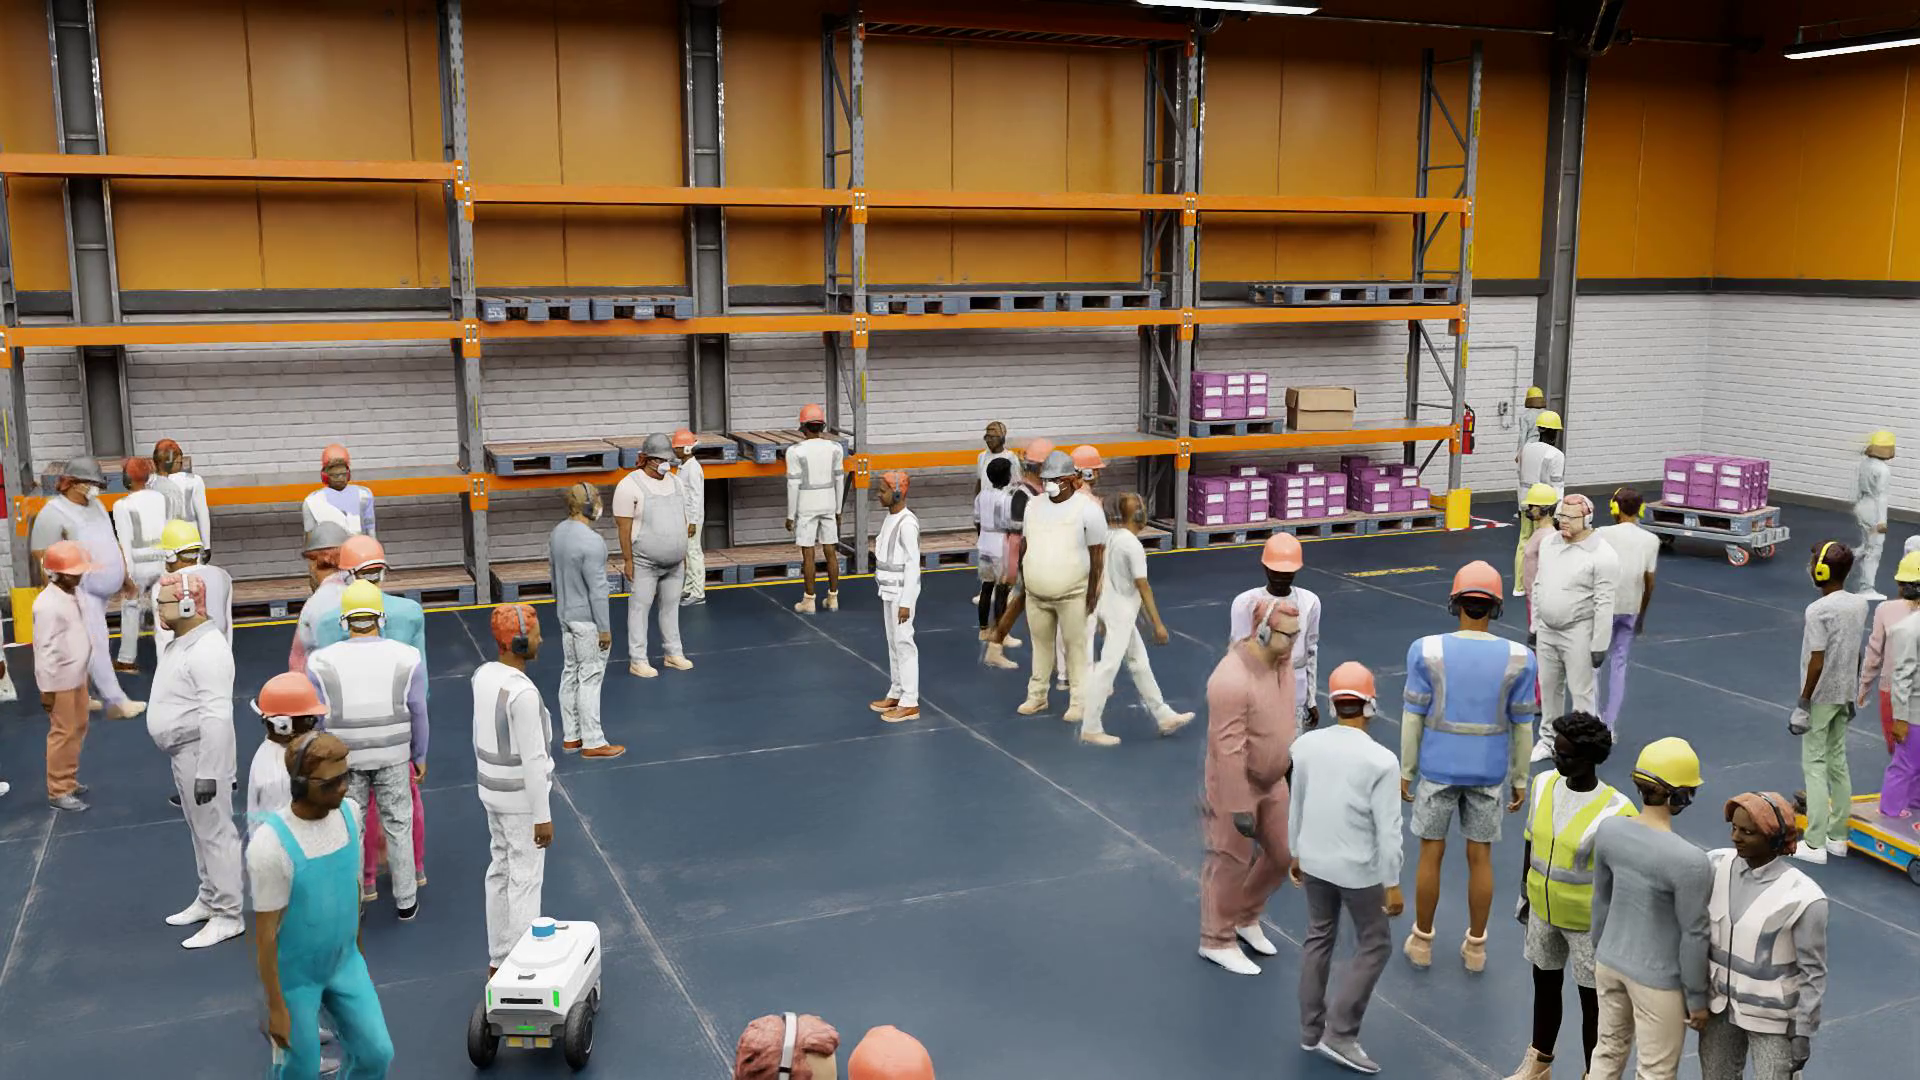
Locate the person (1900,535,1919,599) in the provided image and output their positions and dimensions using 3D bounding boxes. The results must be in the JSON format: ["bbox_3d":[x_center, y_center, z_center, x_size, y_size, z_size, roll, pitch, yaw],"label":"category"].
[{"bbox_3d":[6.766,0.590,11.500,0.328,1.875,0.513,-8,13,-38],"label":"person"}]

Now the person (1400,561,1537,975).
[{"bbox_3d":[2.449,1.106,8.089,0.619,2.029,0.409,1,10,8],"label":"person"}]

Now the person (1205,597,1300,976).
[{"bbox_3d":[1.410,1.188,8.054,0.443,1.884,0.652,9,13,42],"label":"person"}]

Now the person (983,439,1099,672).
[{"bbox_3d":[0.661,0.154,13.723,1.092,1.978,0.611,3,10,17],"label":"person"}]

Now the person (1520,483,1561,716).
[{"bbox_3d":[4.373,0.450,12.612,0.315,1.769,0.525,2,10,14],"label":"person"}]

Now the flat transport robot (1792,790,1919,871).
[{"bbox_3d":[5.531,1.727,9.559,0.652,0.197,1.431,-2,10,-13],"label":"flat transport robot"}]

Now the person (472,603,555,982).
[{"bbox_3d":[-2.079,1.222,7.821,0.339,1.883,0.586,-8,13,-38],"label":"person"}]

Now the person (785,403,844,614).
[{"bbox_3d":[-1.417,-0.300,16.132,0.605,2.045,0.382,-6,11,-30],"label":"person"}]

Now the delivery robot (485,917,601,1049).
[{"bbox_3d":[-1.838,1.917,7.373,0.477,0.478,0.707,0,10,2],"label":"delivery robot"}]

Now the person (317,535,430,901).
[{"bbox_3d":[-3.190,0.958,9.054,0.615,1.987,0.406,-10,14,-44],"label":"person"}]

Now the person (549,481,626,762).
[{"bbox_3d":[-2.593,0.557,11.499,0.356,1.937,0.638,-8,13,-39],"label":"person"}]

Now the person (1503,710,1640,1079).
[{"bbox_3d":[2.469,1.507,6.717,0.320,1.697,0.531,-6,11,-30],"label":"person"}]

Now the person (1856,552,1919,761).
[{"bbox_3d":[5.717,0.917,10.045,0.823,1.727,0.541,-6,11,-30],"label":"person"}]

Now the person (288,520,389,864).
[{"bbox_3d":[-3.506,0.860,9.460,0.562,2.000,0.730,1,10,5],"label":"person"}]

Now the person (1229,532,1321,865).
[{"bbox_3d":[1.807,0.905,9.501,0.549,1.933,0.373,-2,10,-13],"label":"person"}]

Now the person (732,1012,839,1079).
[{"bbox_3d":[-0.390,1.942,3.638,0.401,1.901,0.640,-4,11,-22],"label":"person"}]

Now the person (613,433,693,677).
[{"bbox_3d":[-2.496,0.108,13.791,0.535,2.000,0.680,9,13,43],"label":"person"}]

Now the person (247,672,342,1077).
[{"bbox_3d":[-2.836,1.416,7.114,0.344,1.745,0.566,-3,10,-17],"label":"person"}]

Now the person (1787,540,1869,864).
[{"bbox_3d":[4.973,0.929,9.570,0.535,1.864,0.309,-6,11,-30],"label":"person"}]

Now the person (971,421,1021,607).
[{"bbox_3d":[0.361,-0.257,16.456,0.518,1.844,0.332,7,12,35],"label":"person"}]

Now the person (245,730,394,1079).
[{"bbox_3d":[-2.309,1.567,6.001,0.485,1.824,0.513,6,11,29],"label":"person"}]

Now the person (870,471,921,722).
[{"bbox_3d":[-0.474,0.414,12.481,0.345,1.882,0.584,-3,10,-17],"label":"person"}]

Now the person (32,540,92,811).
[{"bbox_3d":[-5.589,0.839,10.479,0.380,1.728,0.628,-2,10,-9],"label":"person"}]

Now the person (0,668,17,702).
[{"bbox_3d":[-7.656,0.386,12.806,0.583,1.823,0.519,-7,12,-35],"label":"person"}]

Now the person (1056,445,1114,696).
[{"bbox_3d":[0.966,0.244,13.141,0.382,1.995,0.612,-6,11,-29],"label":"person"}]

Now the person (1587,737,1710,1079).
[{"bbox_3d":[2.533,1.585,6.112,0.338,1.761,0.527,-4,11,-21],"label":"person"}]

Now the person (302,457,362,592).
[{"bbox_3d":[-5.083,0.233,13.632,0.383,1.845,0.570,8,13,38],"label":"person"}]

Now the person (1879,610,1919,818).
[{"bbox_3d":[5.602,0.980,9.598,0.573,1.746,0.345,-5,11,-27],"label":"person"}]

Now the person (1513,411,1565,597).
[{"bbox_3d":[5.842,-0.340,16.739,0.394,1.919,0.581,-5,11,-27],"label":"person"}]

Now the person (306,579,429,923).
[{"bbox_3d":[-3.066,1.111,8.655,0.586,1.824,0.405,-4,11,-22],"label":"person"}]

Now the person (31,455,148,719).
[{"bbox_3d":[-6.493,0.323,12.551,0.917,2.000,0.682,0,10,2],"label":"person"}]

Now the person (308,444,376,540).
[{"bbox_3d":[-5.080,0.177,13.685,0.544,1.939,0.372,-7,12,-37],"label":"person"}]

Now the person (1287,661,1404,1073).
[{"bbox_3d":[1.680,1.398,7.249,0.440,1.729,0.600,-8,12,-37],"label":"person"}]

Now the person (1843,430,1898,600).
[{"bbox_3d":[9.129,-0.249,16.725,0.452,1.728,0.491,1,10,4],"label":"person"}]

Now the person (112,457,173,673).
[{"bbox_3d":[-6.683,0.229,13.705,0.935,1.843,0.584,5,11,25],"label":"person"}]

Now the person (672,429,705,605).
[{"bbox_3d":[-2.725,-0.231,16.577,0.335,1.749,0.565,-4,11,-23],"label":"person"}]

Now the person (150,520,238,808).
[{"bbox_3d":[-4.851,0.781,10.509,0.404,1.833,0.591,4,10,20],"label":"person"}]

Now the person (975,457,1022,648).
[{"bbox_3d":[0.339,0.107,14.781,0.315,1.696,0.541,-7,12,-33],"label":"person"}]

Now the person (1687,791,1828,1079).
[{"bbox_3d":[2.799,1.678,5.899,0.311,1.639,0.521,-5,11,-26],"label":"person"}]

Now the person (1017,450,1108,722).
[{"bbox_3d":[0.718,0.339,12.462,0.689,2.000,0.539,6,12,31],"label":"person"}]

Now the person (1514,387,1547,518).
[{"bbox_3d":[7.532,-1.145,21.875,0.484,1.741,0.303,-3,10,-15],"label":"person"}]

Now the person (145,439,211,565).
[{"bbox_3d":[-6.863,0.053,14.562,0.573,1.885,0.356,-3,10,-18],"label":"person"}]

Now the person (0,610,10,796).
[{"bbox_3d":[-6.379,0.739,10.514,0.597,1.915,0.375,-4,11,-22],"label":"person"}]

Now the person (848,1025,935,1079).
[{"bbox_3d":[-0.140,1.975,3.886,0.563,1.742,0.333,-8,13,-38],"label":"person"}]

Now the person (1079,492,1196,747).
[{"bbox_3d":[1.280,0.574,11.787,0.945,1.794,0.627,-1,10,-6],"label":"person"}]

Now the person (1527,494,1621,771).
[{"bbox_3d":[4.097,0.629,11.215,0.400,1.901,0.645,-5,11,-27],"label":"person"}]

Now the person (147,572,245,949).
[{"bbox_3d":[-3.889,1.102,8.448,0.407,1.910,0.638,-7,12,-34],"label":"person"}]

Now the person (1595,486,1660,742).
[{"bbox_3d":[4.706,0.530,11.967,0.576,1.829,0.498,1,10,5],"label":"person"}]
